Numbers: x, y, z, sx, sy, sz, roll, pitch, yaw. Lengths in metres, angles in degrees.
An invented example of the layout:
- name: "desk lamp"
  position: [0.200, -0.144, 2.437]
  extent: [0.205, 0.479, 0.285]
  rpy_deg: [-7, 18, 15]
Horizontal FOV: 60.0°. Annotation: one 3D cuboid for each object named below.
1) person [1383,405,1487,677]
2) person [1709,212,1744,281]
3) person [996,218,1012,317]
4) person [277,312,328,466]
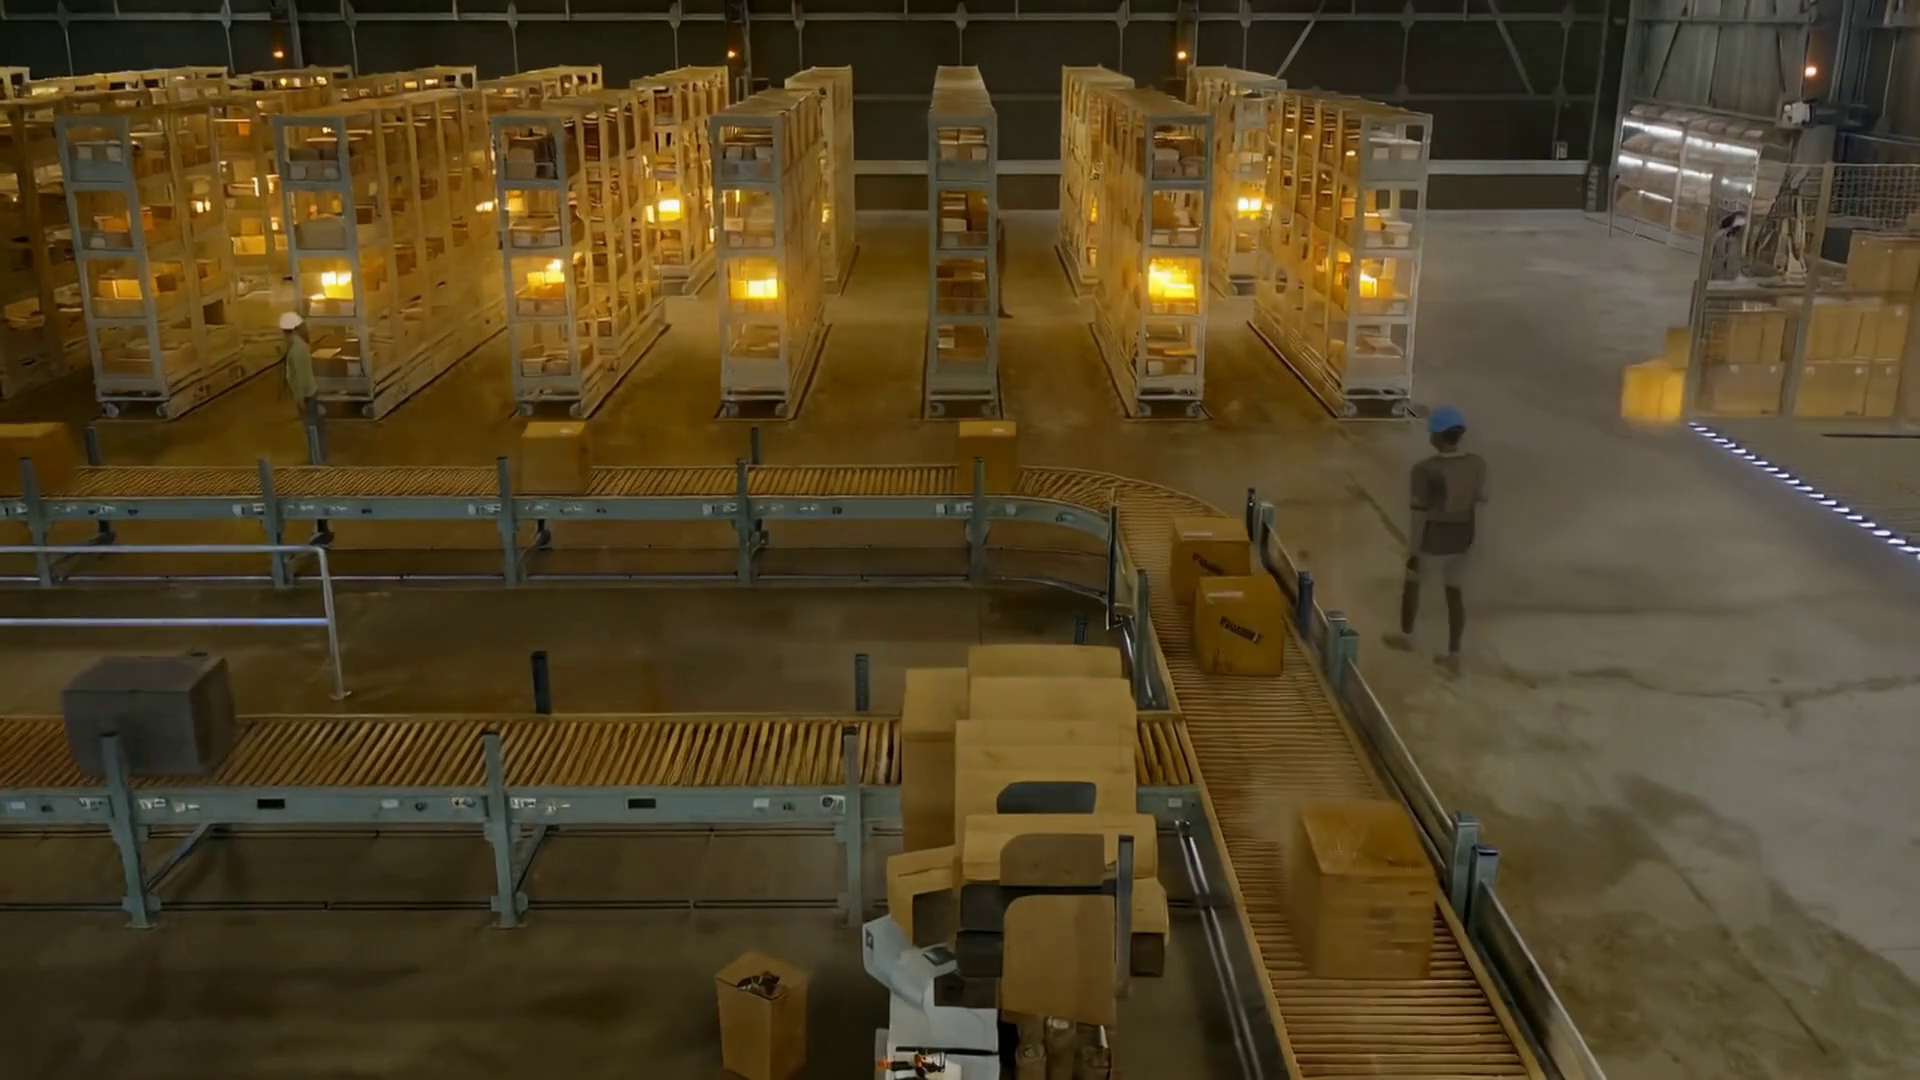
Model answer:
- name: "person"
  position: [3.574, -0.025, 12.478]
  extent: [0.637, 2.010, 0.884]
  rpy_deg: [-4, 18, -11]
- name: "person"
  position: [10.844, -3.648, 23.650]
  extent: [0.375, 1.997, 0.608]
  rpy_deg: [8, 20, 24]
- name: "person"
  position: [0.508, -4.441, 26.395]
  extent: [0.694, 1.811, 0.404]
  rpy_deg: [6, 19, 19]
- name: "person"
  position: [-6.905, -1.514, 17.446]
  extent: [0.328, 1.765, 0.532]
  rpy_deg: [-3, 18, -8]
